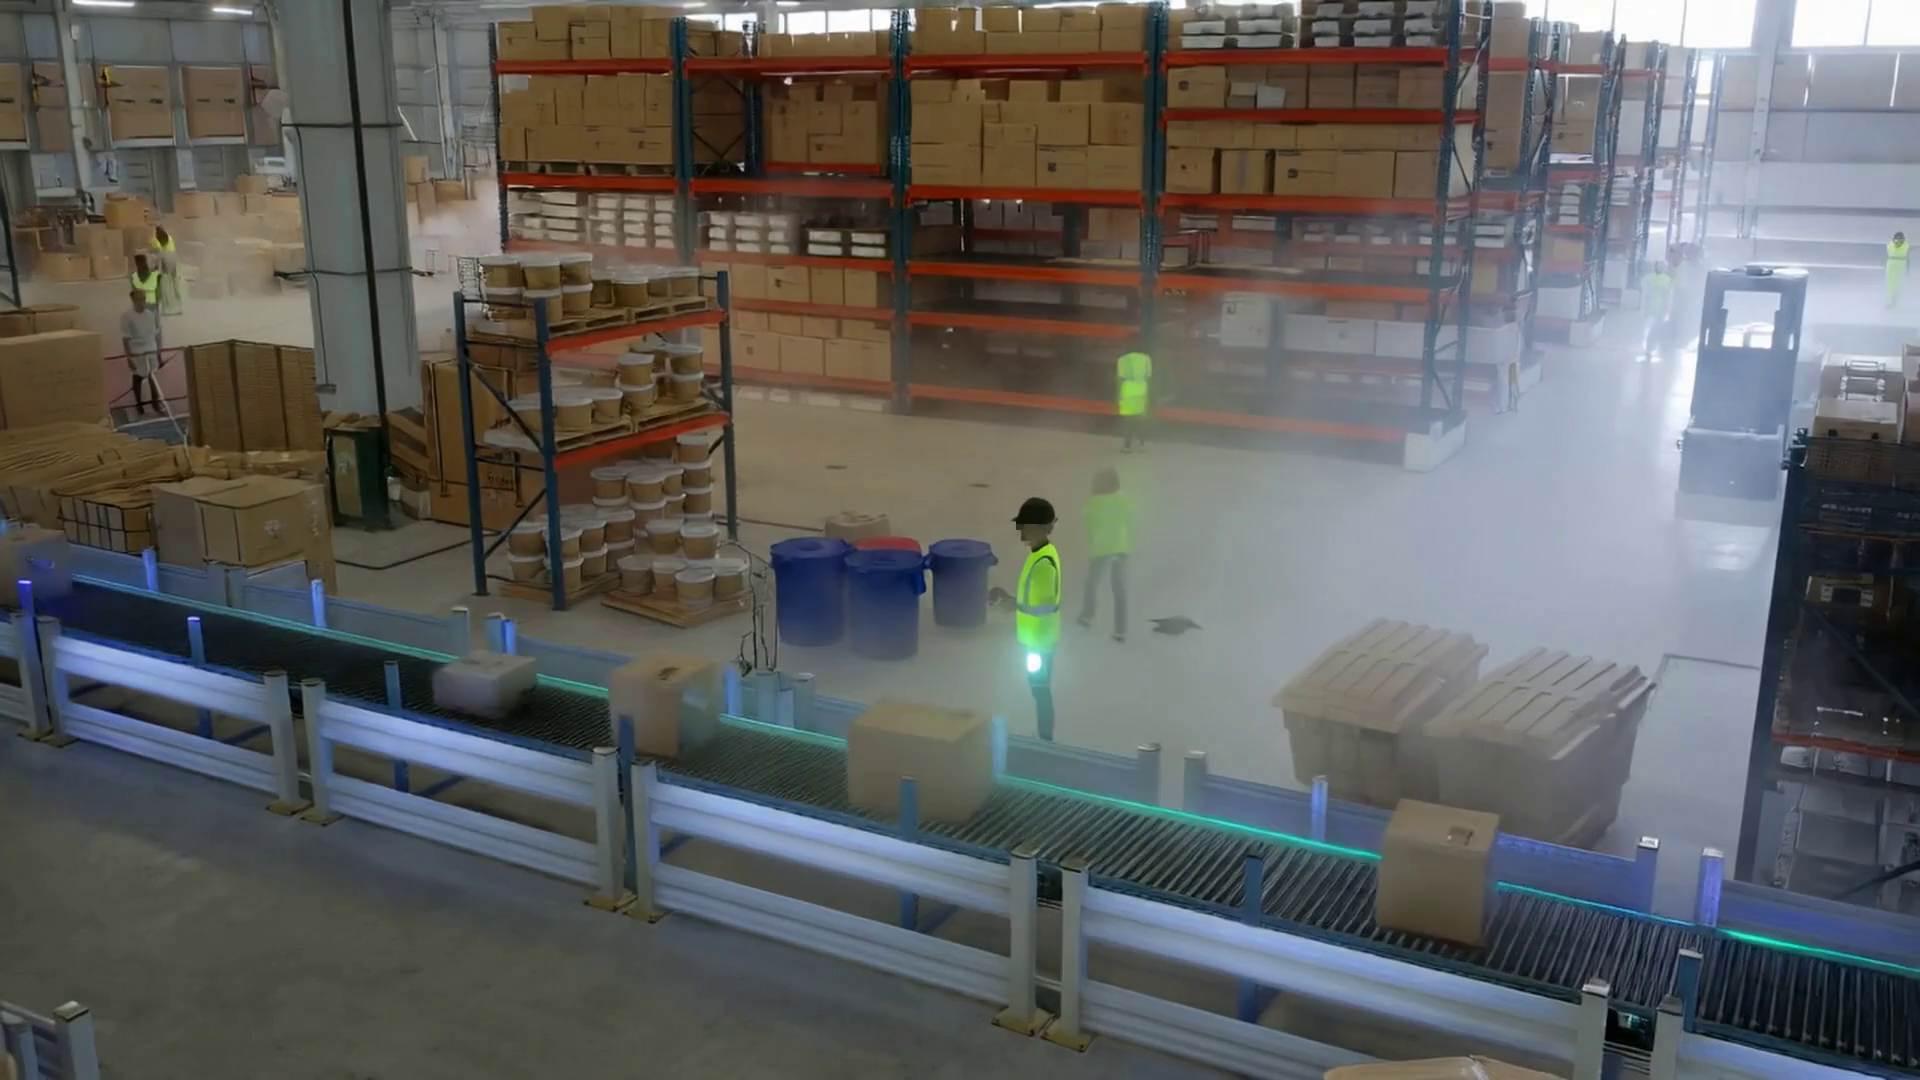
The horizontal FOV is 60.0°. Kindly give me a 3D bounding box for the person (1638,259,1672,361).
[{"bbox_3d":[13.047,-4.304,31.167,0.399,1.900,0.645,-8,17,-29],"label":"person"}]

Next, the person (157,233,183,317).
[{"bbox_3d":[-17.812,-5.967,37.458,0.322,1.876,0.531,8,17,28],"label":"person"}]

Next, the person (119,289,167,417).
[{"bbox_3d":[-12.655,-2.905,25.783,0.376,1.959,0.603,10,18,33],"label":"person"}]

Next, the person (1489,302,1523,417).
[{"bbox_3d":[8.463,-2.800,25.760,0.533,1.767,0.321,-8,17,-29],"label":"person"}]

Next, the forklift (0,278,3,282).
[{"bbox_3d":[-26.395,-8.043,43.338,1.129,2.768,1.873,8,17,28],"label":"forklift"}]

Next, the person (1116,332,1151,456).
[{"bbox_3d":[2.389,-2.015,22.937,0.540,1.697,0.318,-7,17,-26],"label":"person"}]

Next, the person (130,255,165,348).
[{"bbox_3d":[-15.646,-4.558,32.124,0.623,1.898,0.540,-1,15,-4],"label":"person"}]

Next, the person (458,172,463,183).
[{"bbox_3d":[-21.617,-15.104,72.177,0.479,1.674,0.545,-2,15,-9],"label":"person"}]

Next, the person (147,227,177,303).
[{"bbox_3d":[-19.255,-6.658,40.200,0.628,1.814,0.907,-10,18,-33],"label":"person"}]

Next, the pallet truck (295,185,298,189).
[{"bbox_3d":[-26.804,-14.617,69.738,1.885,1.965,0.823,-14,20,-42],"label":"pallet truck"}]

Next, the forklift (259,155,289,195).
[{"bbox_3d":[-24.419,-12.329,59.450,1.129,2.768,1.873,-6,16,-23],"label":"forklift"}]

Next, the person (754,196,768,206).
[{"bbox_3d":[-6.247,-9.808,51.808,0.651,1.918,0.454,4,15,15],"label":"person"}]

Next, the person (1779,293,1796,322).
[{"bbox_3d":[15.638,-4.241,31.431,0.284,1.633,0.499,4,15,13],"label":"person"}]

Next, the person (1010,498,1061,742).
[{"bbox_3d":[0.545,0.692,12.102,0.377,2.044,0.607,0,15,0],"label":"person"}]

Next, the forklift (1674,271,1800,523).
[{"bbox_3d":[9.269,-1.763,19.726,1.129,2.768,1.873,8,17,27],"label":"forklift"}]

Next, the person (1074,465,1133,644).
[{"bbox_3d":[1.320,0.104,15.174,0.507,1.598,0.812,-4,15,-15],"label":"person"}]

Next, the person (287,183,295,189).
[{"bbox_3d":[-23.454,-11.581,58.484,0.444,1.918,0.711,10,18,33],"label":"person"}]

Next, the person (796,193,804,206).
[{"bbox_3d":[-5.193,-10.570,54.653,0.636,1.941,1.034,2,15,9],"label":"person"}]

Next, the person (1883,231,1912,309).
[{"bbox_3d":[22.007,-6.369,39.105,0.567,1.814,0.925,8,17,29],"label":"person"}]

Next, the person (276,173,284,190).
[{"bbox_3d":[-27.705,-14.042,67.760,0.734,1.904,0.598,-7,16,-24],"label":"person"}]

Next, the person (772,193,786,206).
[{"bbox_3d":[-5.948,-10.773,55.590,0.634,1.841,0.429,2,15,6],"label":"person"}]
